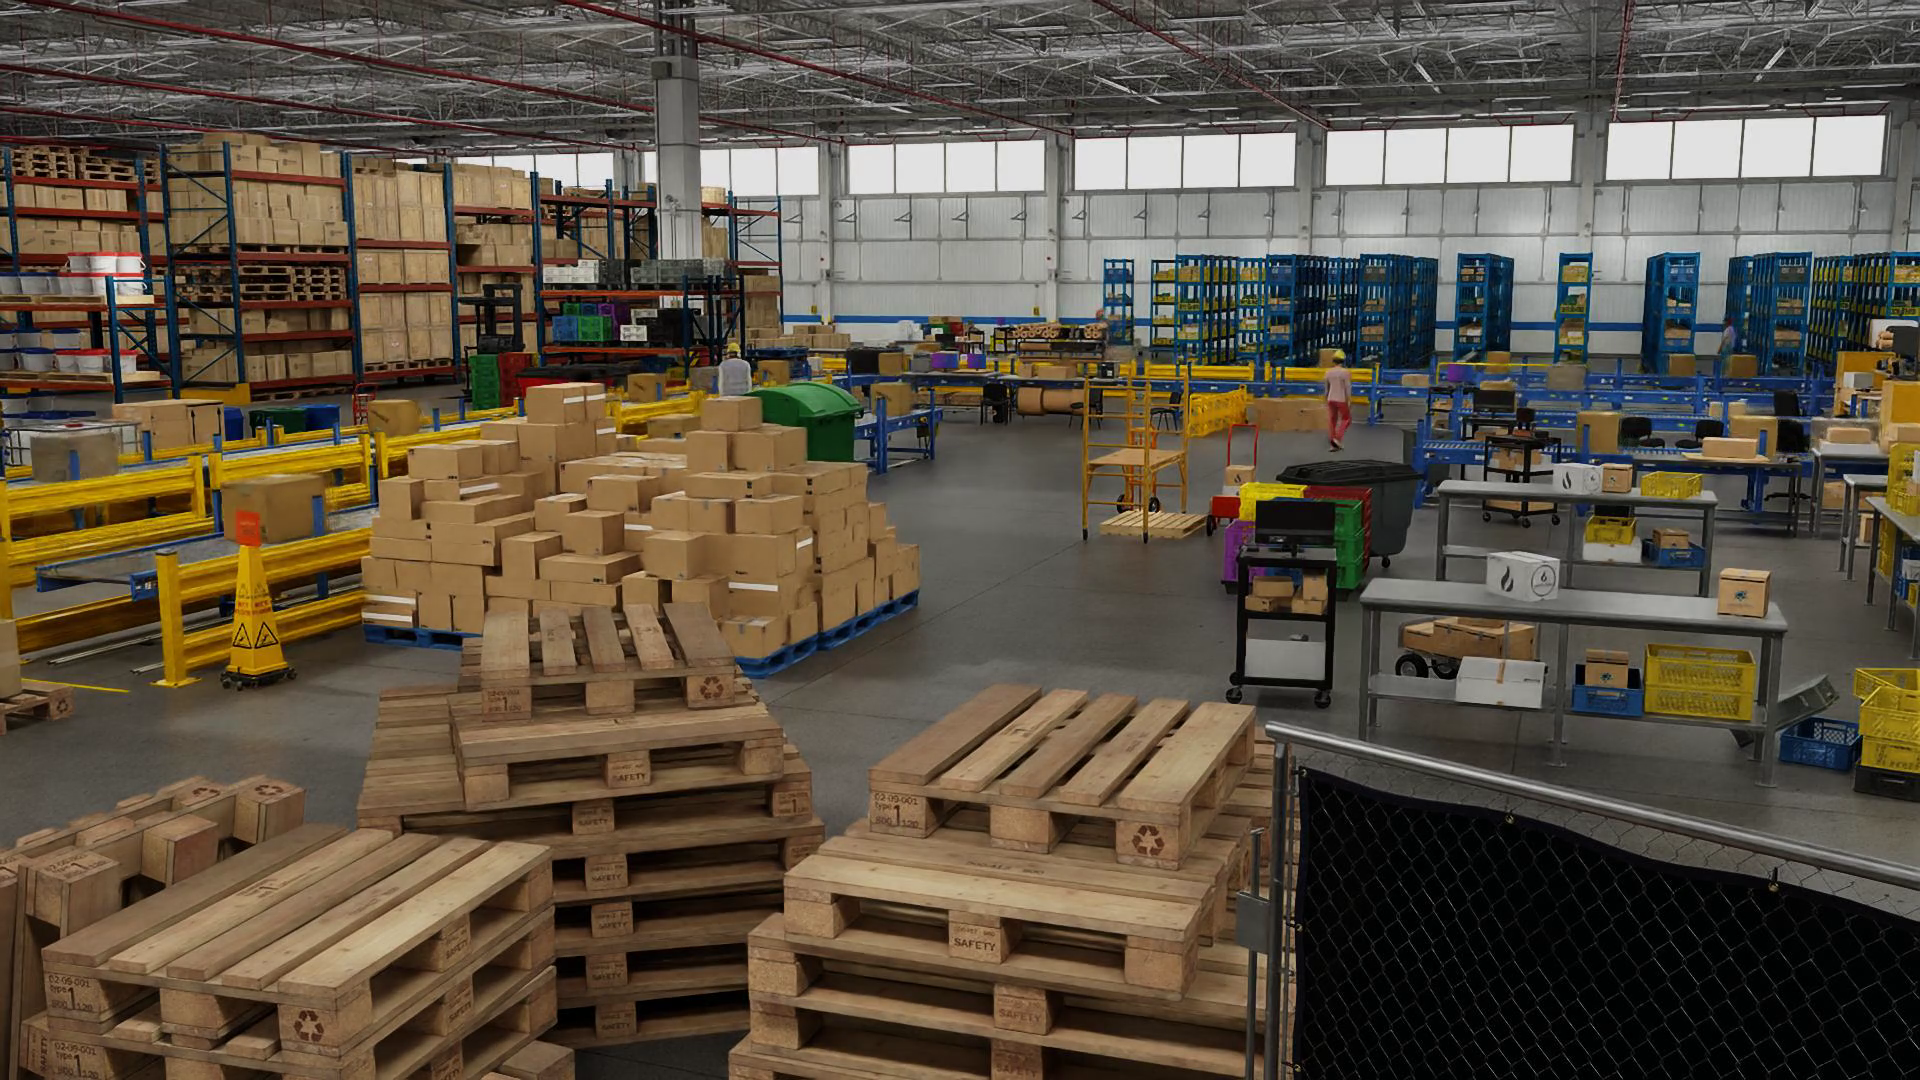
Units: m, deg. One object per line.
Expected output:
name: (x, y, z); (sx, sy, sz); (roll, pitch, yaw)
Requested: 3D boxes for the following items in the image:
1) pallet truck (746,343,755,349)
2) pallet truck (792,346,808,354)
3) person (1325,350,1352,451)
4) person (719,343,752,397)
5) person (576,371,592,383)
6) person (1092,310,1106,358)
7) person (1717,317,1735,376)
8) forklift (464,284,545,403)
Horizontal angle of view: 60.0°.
pallet truck: (-6.183, -4.618, 44.264); (1.601, 1.201, 0.680); (-9, 12, -43)
pallet truck: (-3.705, -4.298, 42.022); (0.653, 1.274, 1.630); (3, 10, 20)
person: (6.511, -2.391, 28.594); (0.364, 1.754, 0.544); (-9, 12, -43)
person: (-4.026, -2.611, 29.790); (0.586, 1.824, 0.404); (-2, 9, -13)
person: (-5.305, -1.587, 23.825); (0.557, 1.660, 0.794); (4, 10, 24)
person: (4.486, -6.387, 53.149); (1.010, 1.948, 0.609); (0, 9, 0)
person: (22.184, -5.560, 48.313); (0.711, 1.820, 0.576); (5, 10, 28)
forklift: (-10.832, -4.702, 39.610); (1.129, 2.768, 1.873); (3, 10, 20)
